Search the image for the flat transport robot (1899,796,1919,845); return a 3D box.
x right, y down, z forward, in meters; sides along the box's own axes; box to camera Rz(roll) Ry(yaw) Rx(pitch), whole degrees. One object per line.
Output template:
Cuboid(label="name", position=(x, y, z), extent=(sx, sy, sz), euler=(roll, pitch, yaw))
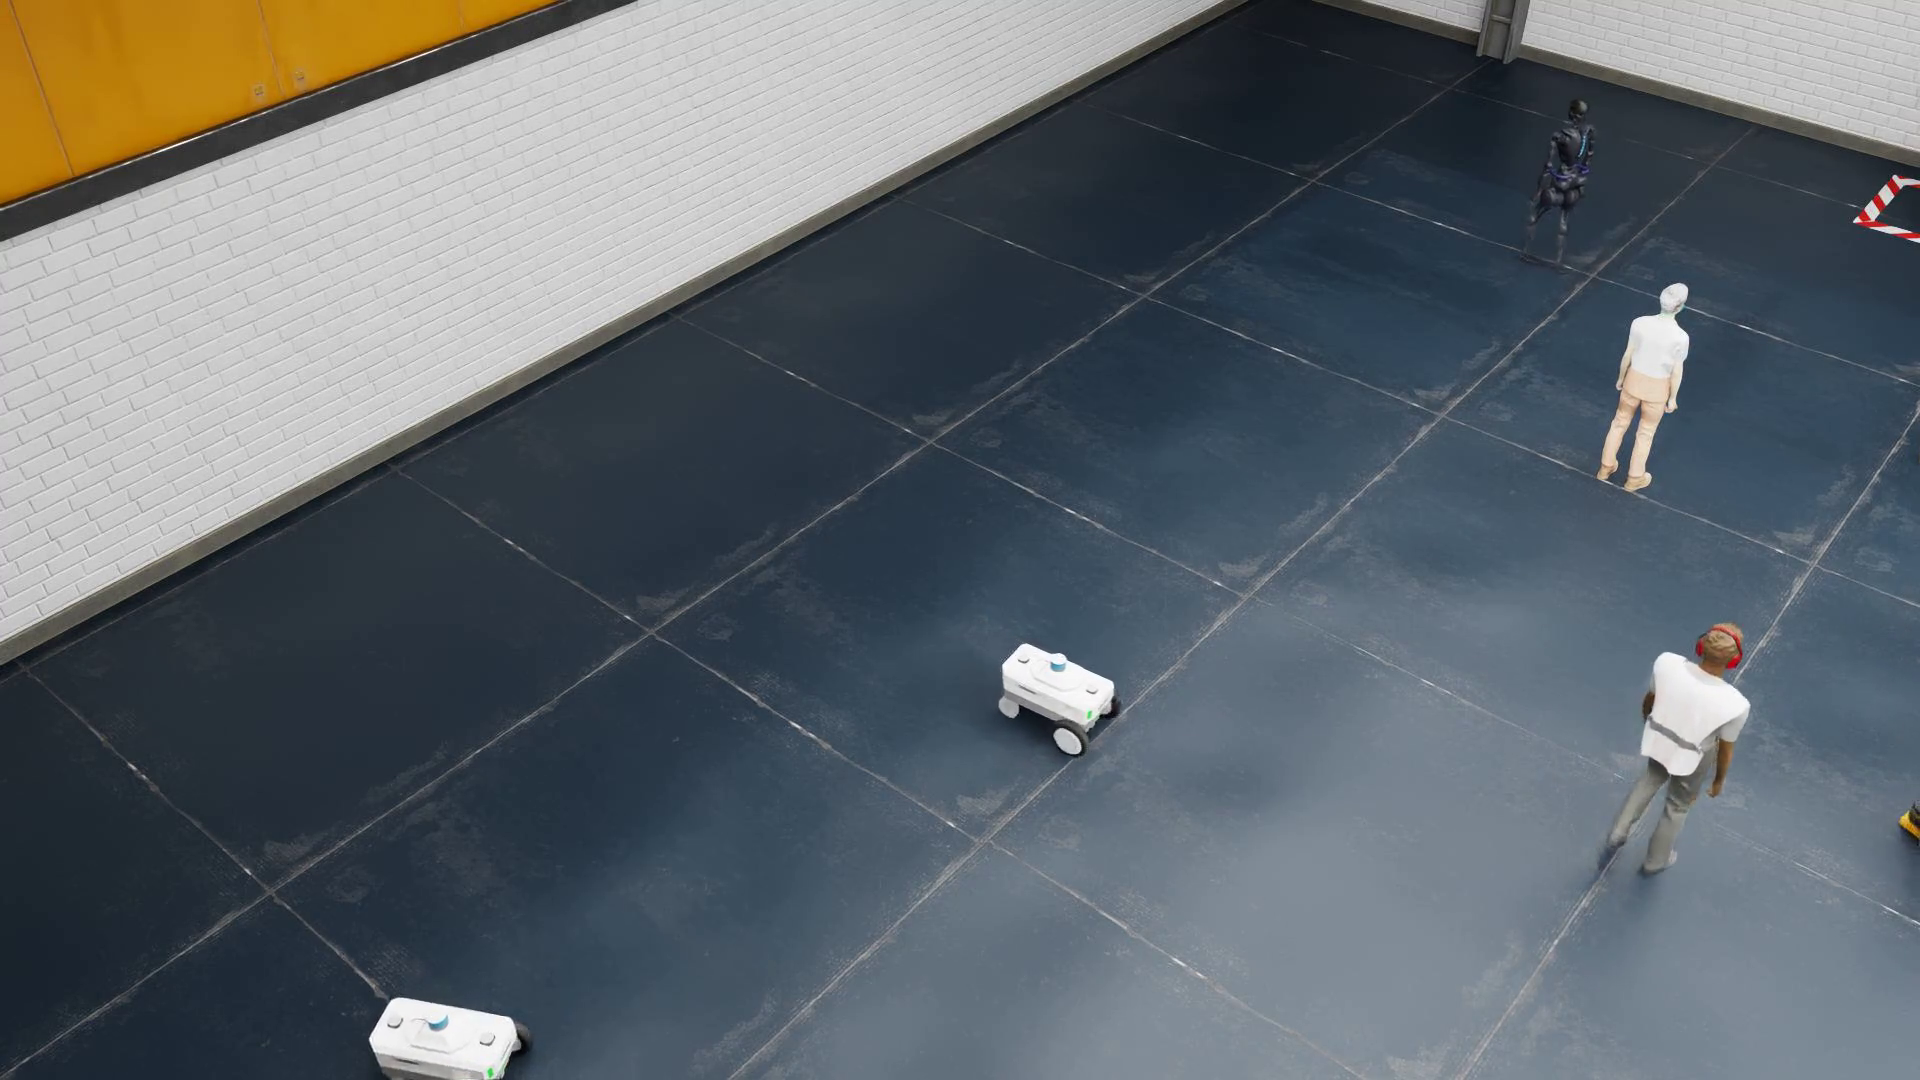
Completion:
Cuboid(label="flat transport robot", position=(6.457, 1.930, 9.891), extent=(0.659, 0.231, 1.431), euler=(-25, 45, -27))

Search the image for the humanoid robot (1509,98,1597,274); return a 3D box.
Cuboid(label="humanoid robot", position=(5.495, -3.259, 15.214), extent=(0.611, 1.641, 0.538), euler=(-17, 42, -20))

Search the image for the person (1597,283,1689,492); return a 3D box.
Cuboid(label="person", position=(5.184, -1.156, 12.541), extent=(0.319, 1.748, 0.482), euler=(-32, 49, -33))

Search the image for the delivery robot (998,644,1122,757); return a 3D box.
Cuboid(label="delivery robot", position=(0.634, 0.983, 10.820), extent=(0.750, 0.570, 0.499), euler=(23, 44, 26))

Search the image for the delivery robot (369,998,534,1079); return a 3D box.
Cuboid(label="delivery robot", position=(-2.679, 2.668, 8.732), extent=(0.747, 0.576, 0.499), euler=(7, 39, 9))

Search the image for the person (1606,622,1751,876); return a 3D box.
Cuboid(label="person", position=(4.126, 1.215, 9.536), extent=(0.456, 1.827, 0.581), euler=(-24, 45, -27))
